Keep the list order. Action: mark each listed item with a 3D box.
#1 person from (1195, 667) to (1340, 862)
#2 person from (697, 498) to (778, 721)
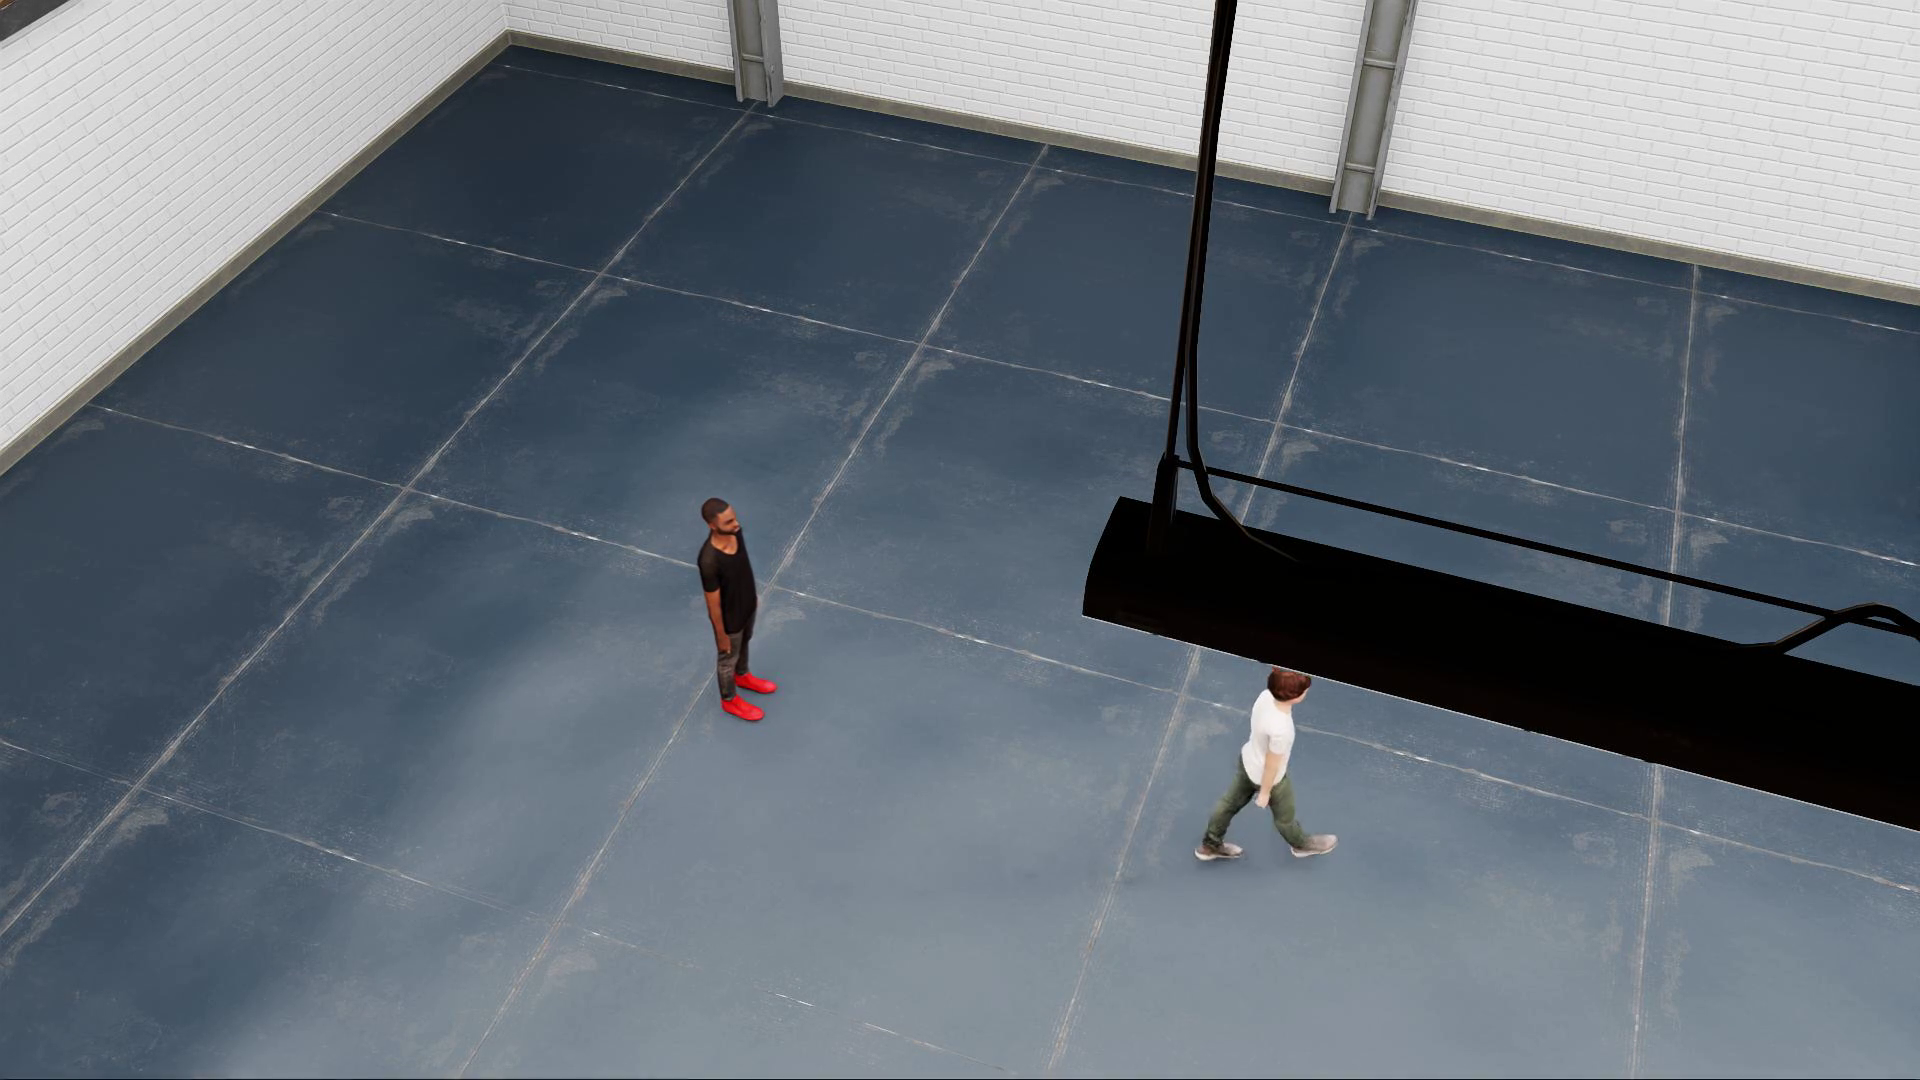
[{"bbox_3d":[1.660,1.329,9.532,1.155,1.620,0.911,-4,44,-5],"label":"person"},{"bbox_3d":[-1.435,0.407,10.365,0.538,1.807,0.644,12,45,12],"label":"person"}]
